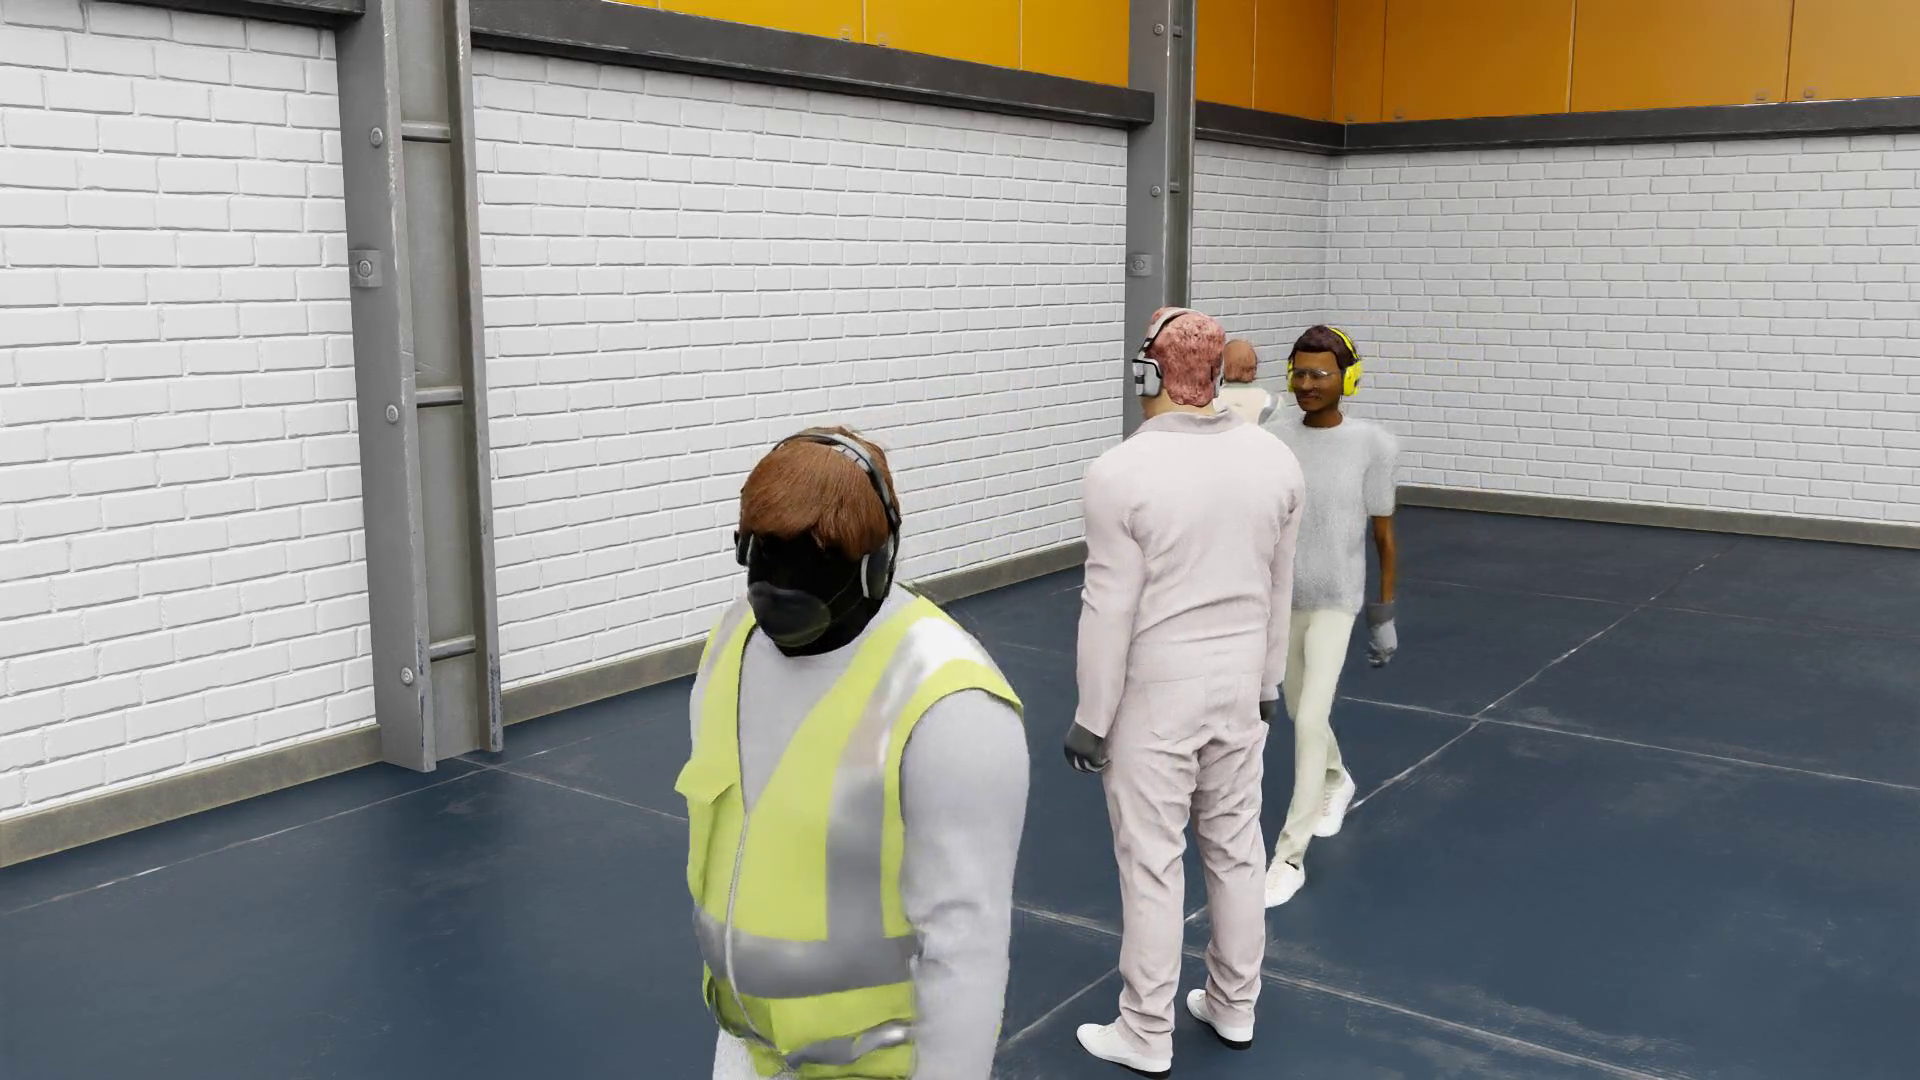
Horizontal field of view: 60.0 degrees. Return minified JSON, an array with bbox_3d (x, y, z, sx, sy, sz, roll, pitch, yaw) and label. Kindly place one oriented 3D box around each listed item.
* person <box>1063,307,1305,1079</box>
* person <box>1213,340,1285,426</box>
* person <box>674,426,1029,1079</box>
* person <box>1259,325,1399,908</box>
[{"bbox_3d":[0.535,0.381,4.164,0.636,1.911,0.406,-6,11,-30],"label":"person"},{"bbox_3d":[1.474,-0.259,8.900,0.526,1.600,0.840,1,10,7],"label":"person"},{"bbox_3d":[-0.127,0.723,2.438,0.644,1.803,0.570,9,13,43],"label":"person"},{"bbox_3d":[1.177,0.198,5.524,0.533,1.836,0.969,6,11,33],"label":"person"}]
